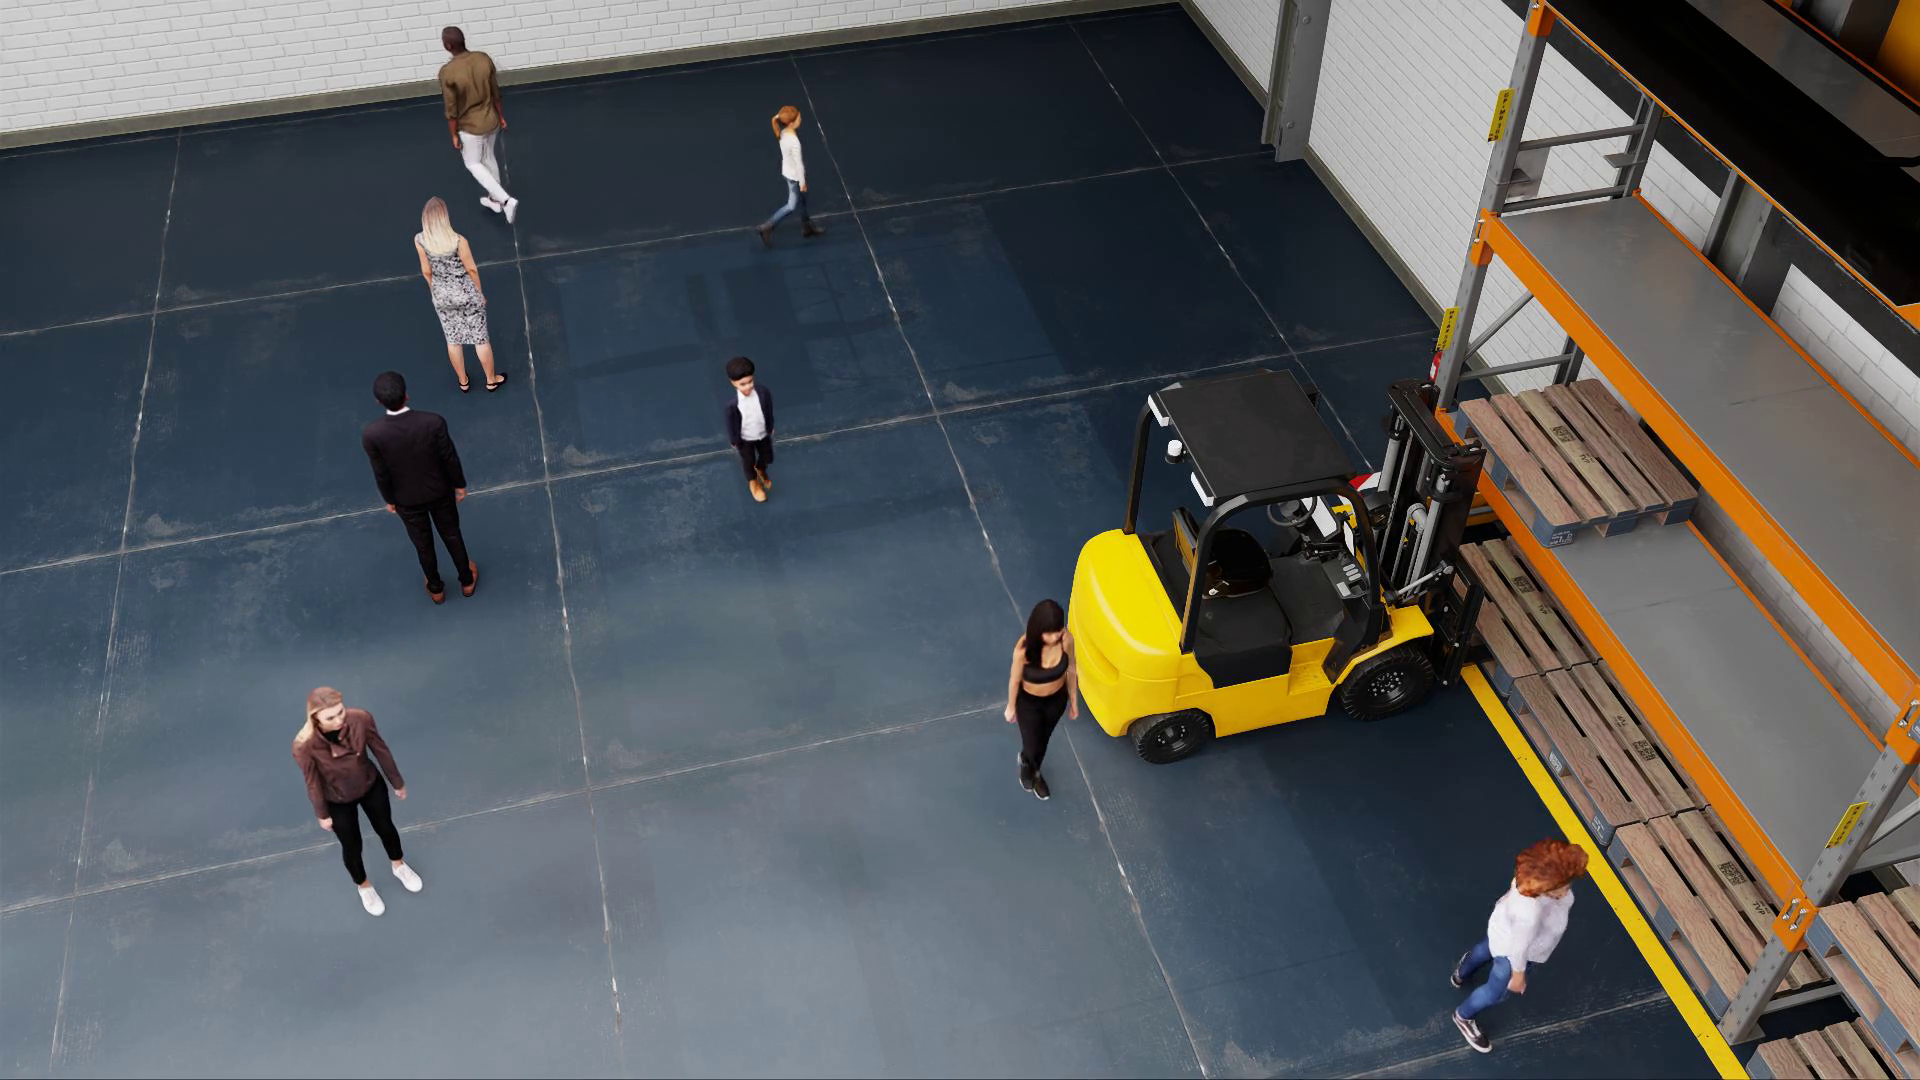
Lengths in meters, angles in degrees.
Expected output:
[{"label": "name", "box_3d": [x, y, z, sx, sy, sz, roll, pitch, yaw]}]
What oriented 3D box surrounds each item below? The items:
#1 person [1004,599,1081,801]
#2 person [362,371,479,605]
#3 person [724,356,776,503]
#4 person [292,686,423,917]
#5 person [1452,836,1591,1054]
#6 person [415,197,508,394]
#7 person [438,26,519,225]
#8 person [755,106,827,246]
[{"label": "person", "box_3d": [0.448, 0.884, 9.826, 0.616, 1.638, 0.617, -16, 46, -16]}, {"label": "person", "box_3d": [-3.537, -0.332, 10.924, 0.715, 1.884, 0.578, -15, 46, -15]}, {"label": "person", "box_3d": [-1.512, -0.832, 11.930, 0.546, 1.220, 0.561, -18, 46, -18]}, {"label": "person", "box_3d": [-3.379, 1.383, 9.256, 0.718, 1.702, 0.703, -30, 51, -28]}, {"label": "person", "box_3d": [2.829, 1.998, 8.621, 0.989, 1.687, 0.864, 7, 44, 7]}, {"label": "person", "box_3d": [-3.826, -1.837, 12.634, 0.622, 1.704, 0.598, 3, 44, 3]}, {"label": "person", "box_3d": [-4.125, -3.539, 14.352, 1.086, 1.799, 0.999, 32, 52, 29]}, {"label": "person", "box_3d": [-1.491, -3.096, 14.250, 0.610, 1.298, 0.831, -16, 46, -16]}]
